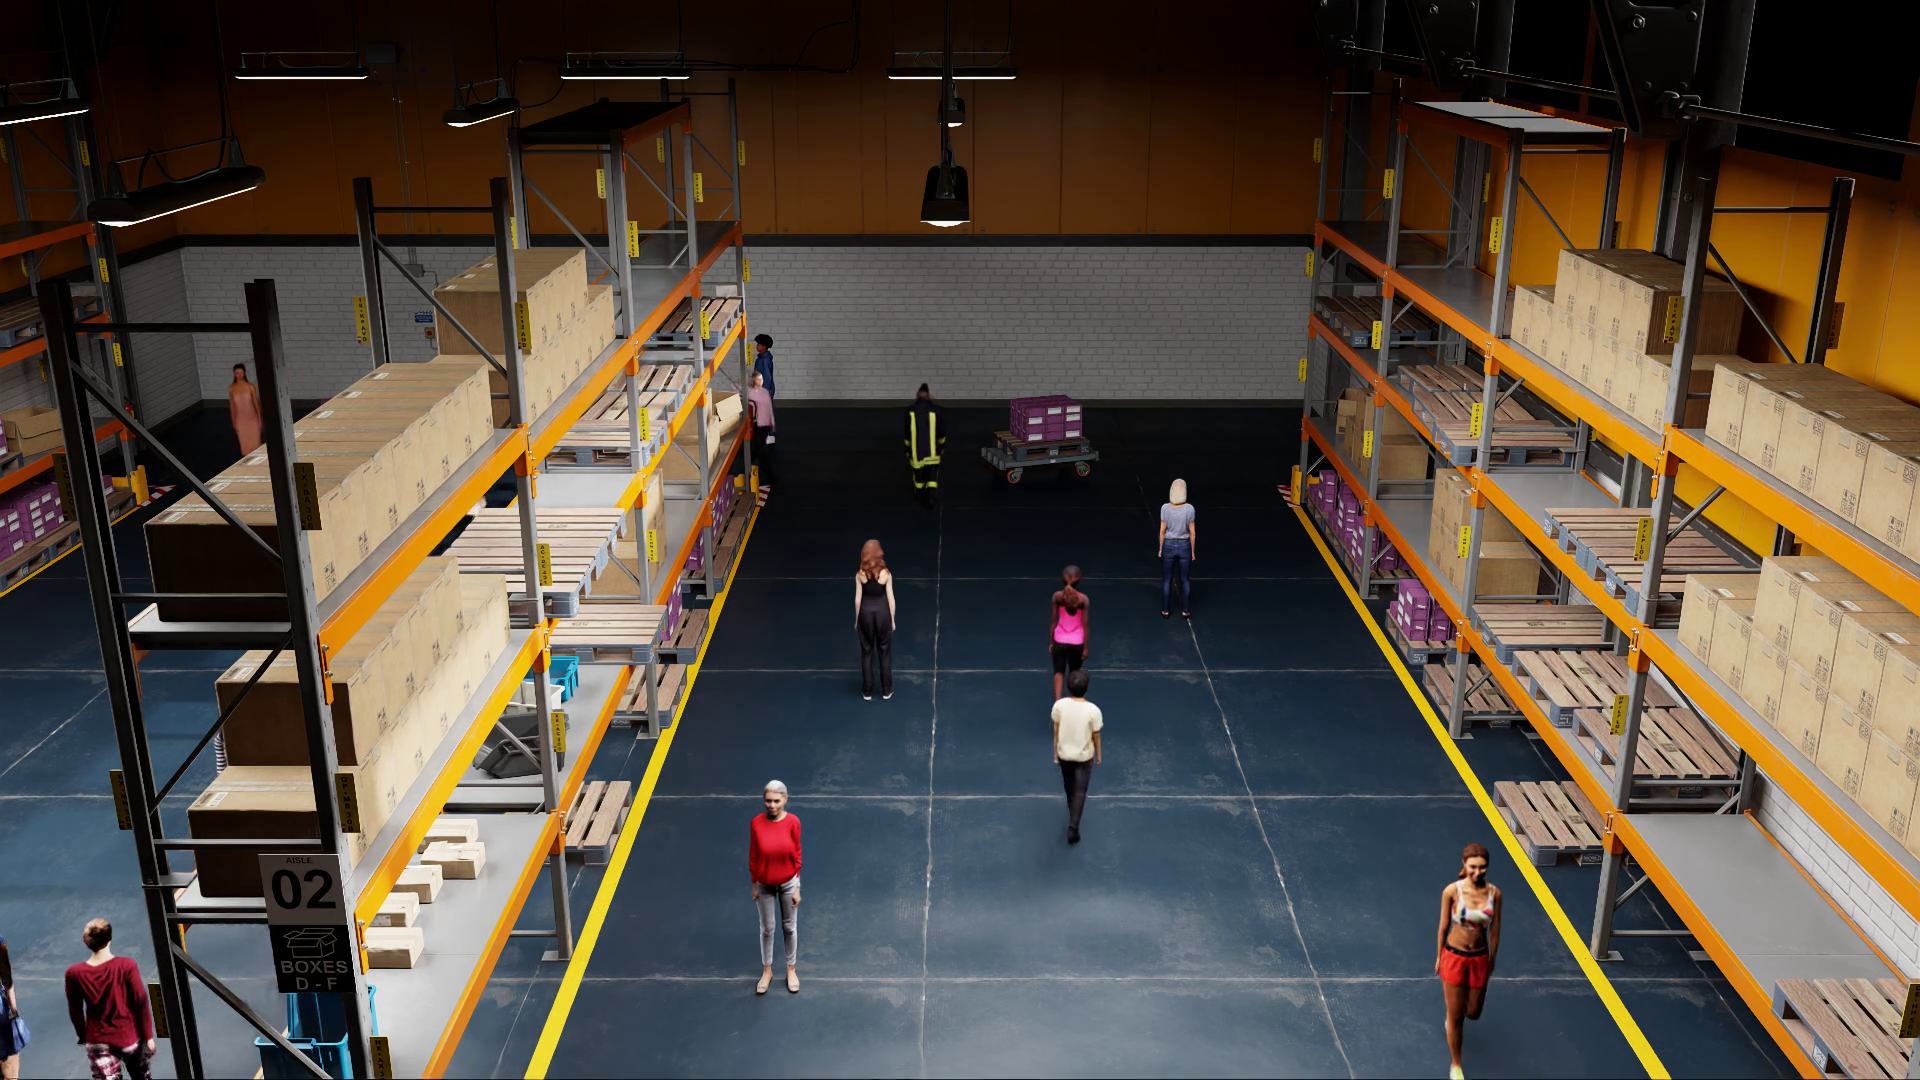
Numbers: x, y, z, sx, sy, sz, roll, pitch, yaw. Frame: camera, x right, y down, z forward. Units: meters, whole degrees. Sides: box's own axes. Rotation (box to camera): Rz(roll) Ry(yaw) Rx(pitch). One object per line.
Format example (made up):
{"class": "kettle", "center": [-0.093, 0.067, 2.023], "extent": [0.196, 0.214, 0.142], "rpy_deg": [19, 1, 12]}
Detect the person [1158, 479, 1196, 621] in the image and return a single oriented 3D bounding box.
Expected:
{"class": "person", "center": [2.566, 0.105, 19.707], "extent": [0.618, 1.721, 0.548], "rpy_deg": [3, 19, 8]}

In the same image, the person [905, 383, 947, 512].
{"class": "person", "center": [-0.500, -1.319, 23.753], "extent": [0.753, 1.838, 1.063], "rpy_deg": [1, 19, 3]}

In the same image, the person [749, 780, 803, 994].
{"class": "person", "center": [-1.367, 2.574, 12.419], "extent": [0.555, 1.694, 0.561], "rpy_deg": [-1, 19, -4]}

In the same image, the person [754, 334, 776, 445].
{"class": "person", "center": [-3.194, -2.492, 27.279], "extent": [0.804, 1.811, 0.639], "rpy_deg": [-7, 20, -19]}

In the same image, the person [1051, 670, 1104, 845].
{"class": "person", "center": [0.995, 1.924, 14.550], "extent": [0.794, 1.564, 0.970], "rpy_deg": [7, 20, 20]}

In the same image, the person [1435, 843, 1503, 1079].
{"class": "person", "center": [3.457, 2.863, 11.431], "extent": [0.622, 1.776, 0.947], "rpy_deg": [2, 19, 5]}

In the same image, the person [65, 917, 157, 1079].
{"class": "person", "center": [-5.396, 3.220, 10.577], "extent": [0.860, 1.646, 1.161], "rpy_deg": [-6, 19, -16]}

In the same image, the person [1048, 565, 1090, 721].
{"class": "person", "center": [1.080, 1.092, 16.794], "extent": [0.685, 1.710, 0.877], "rpy_deg": [5, 19, 13]}

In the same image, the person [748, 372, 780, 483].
{"class": "person", "center": [-3.095, -1.730, 25.268], "extent": [1.078, 1.649, 1.131], "rpy_deg": [-18, 25, -42]}

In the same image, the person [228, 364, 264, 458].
{"class": "person", "center": [-10.761, -1.789, 25.191], "extent": [0.673, 1.811, 0.920], "rpy_deg": [-2, 19, -5]}

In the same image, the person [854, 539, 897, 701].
{"class": "person", "center": [-0.904, 0.835, 17.503], "extent": [0.592, 1.743, 0.500], "rpy_deg": [-1, 19, -2]}
